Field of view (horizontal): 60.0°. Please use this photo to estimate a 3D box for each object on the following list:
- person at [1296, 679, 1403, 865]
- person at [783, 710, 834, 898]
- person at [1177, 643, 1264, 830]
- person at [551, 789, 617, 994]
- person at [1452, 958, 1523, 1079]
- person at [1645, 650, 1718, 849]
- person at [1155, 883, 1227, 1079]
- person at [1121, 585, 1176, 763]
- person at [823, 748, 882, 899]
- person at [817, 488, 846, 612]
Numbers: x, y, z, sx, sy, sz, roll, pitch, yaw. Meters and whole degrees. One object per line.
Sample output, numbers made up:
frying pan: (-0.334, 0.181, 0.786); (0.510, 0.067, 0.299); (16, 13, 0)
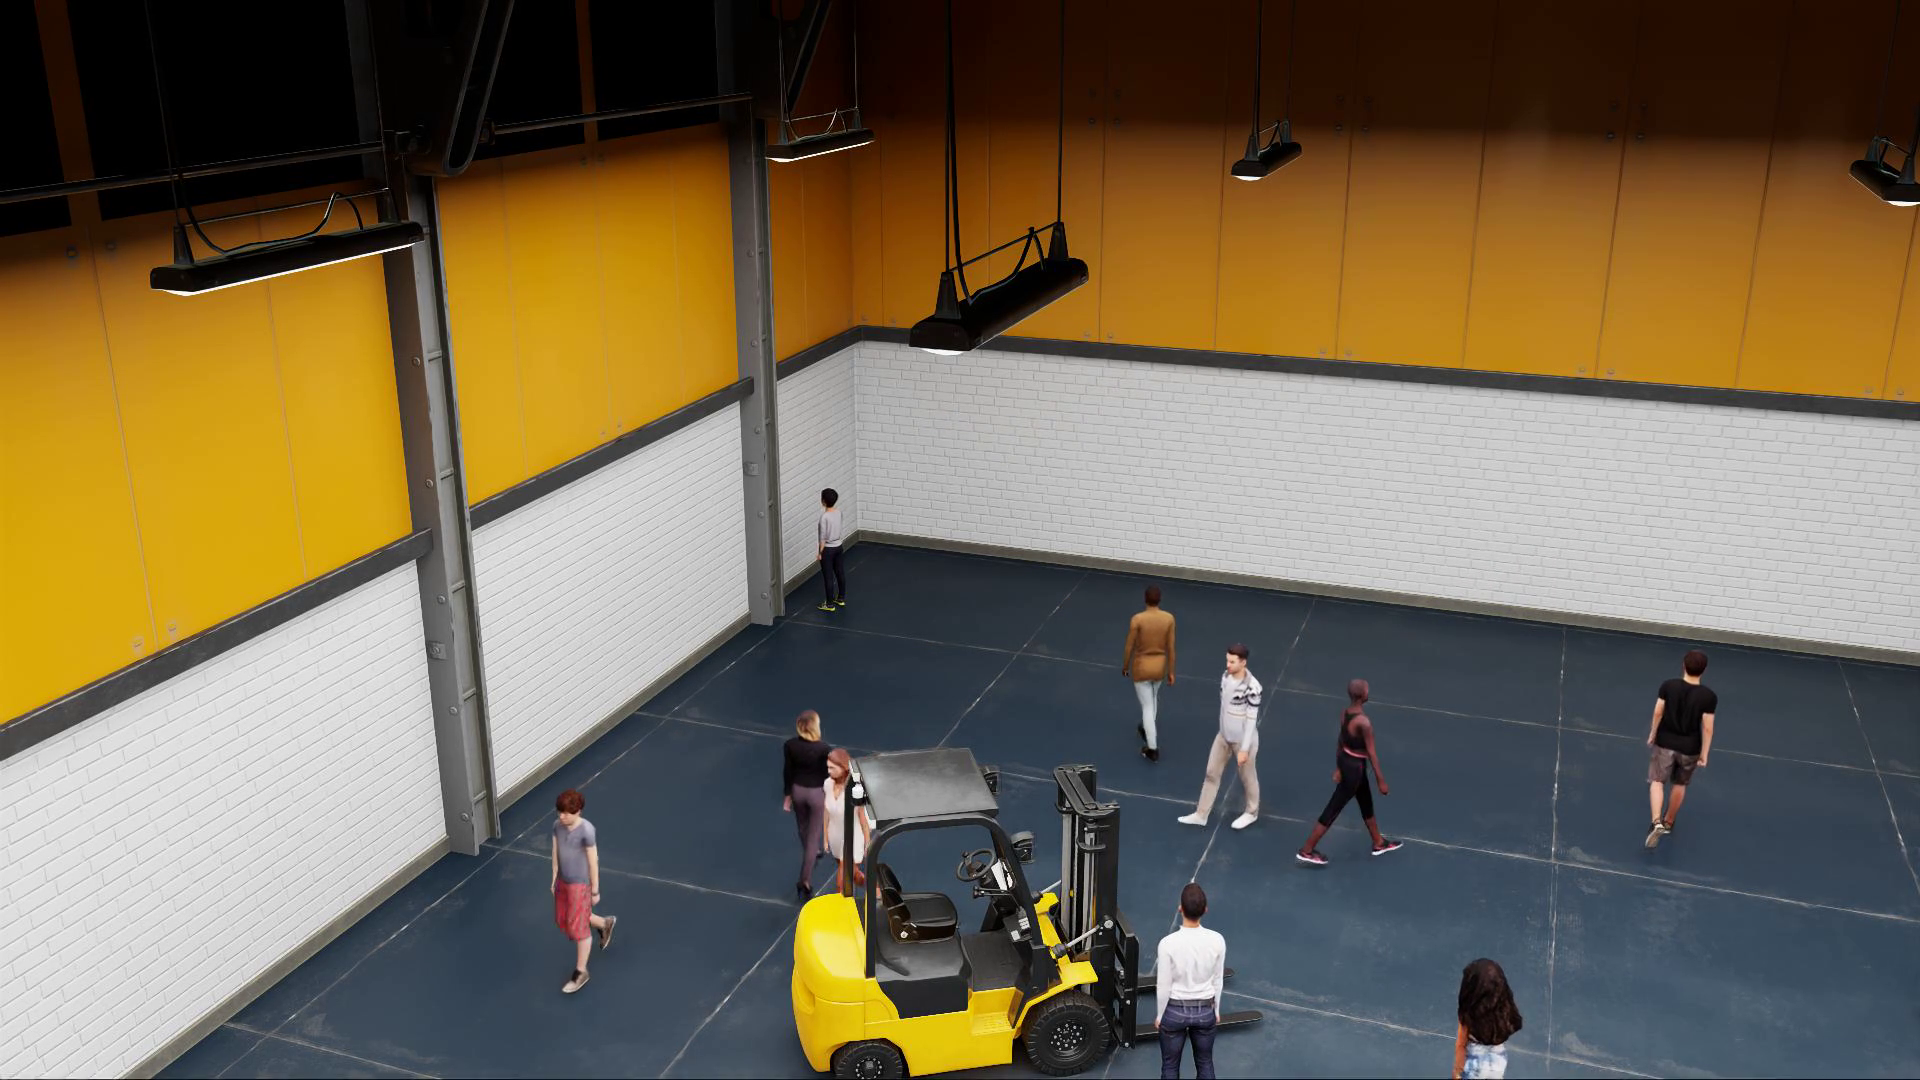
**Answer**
person: (3.332, 2.081, 14.565); (1.060, 1.704, 1.230); (-3, 19, -8)
person: (-1.304, 2.269, 14.095); (0.576, 1.648, 0.896); (7, 20, 19)
person: (2.609, 1.788, 15.235); (1.181, 1.832, 1.088); (-11, 21, -29)
person: (-2.934, 2.656, 12.964); (0.715, 1.635, 0.980); (11, 22, 30)
person: (3.391, 3.444, 10.673); (0.881, 1.604, 0.989); (-6, 20, -18)
person: (6.423, 1.882, 14.937); (0.722, 1.844, 1.085); (9, 20, 24)
person: (1.532, 3.152, 11.128); (0.714, 1.868, 0.731); (-2, 19, -7)
person: (1.918, 1.358, 16.580); (0.931, 1.788, 1.044); (-5, 19, -15)
person: (-0.871, 2.441, 13.571); (0.754, 1.656, 1.170); (11, 22, 30)
person: (-1.596, 0.103, 20.676); (0.658, 1.553, 0.508); (13, 23, 35)
